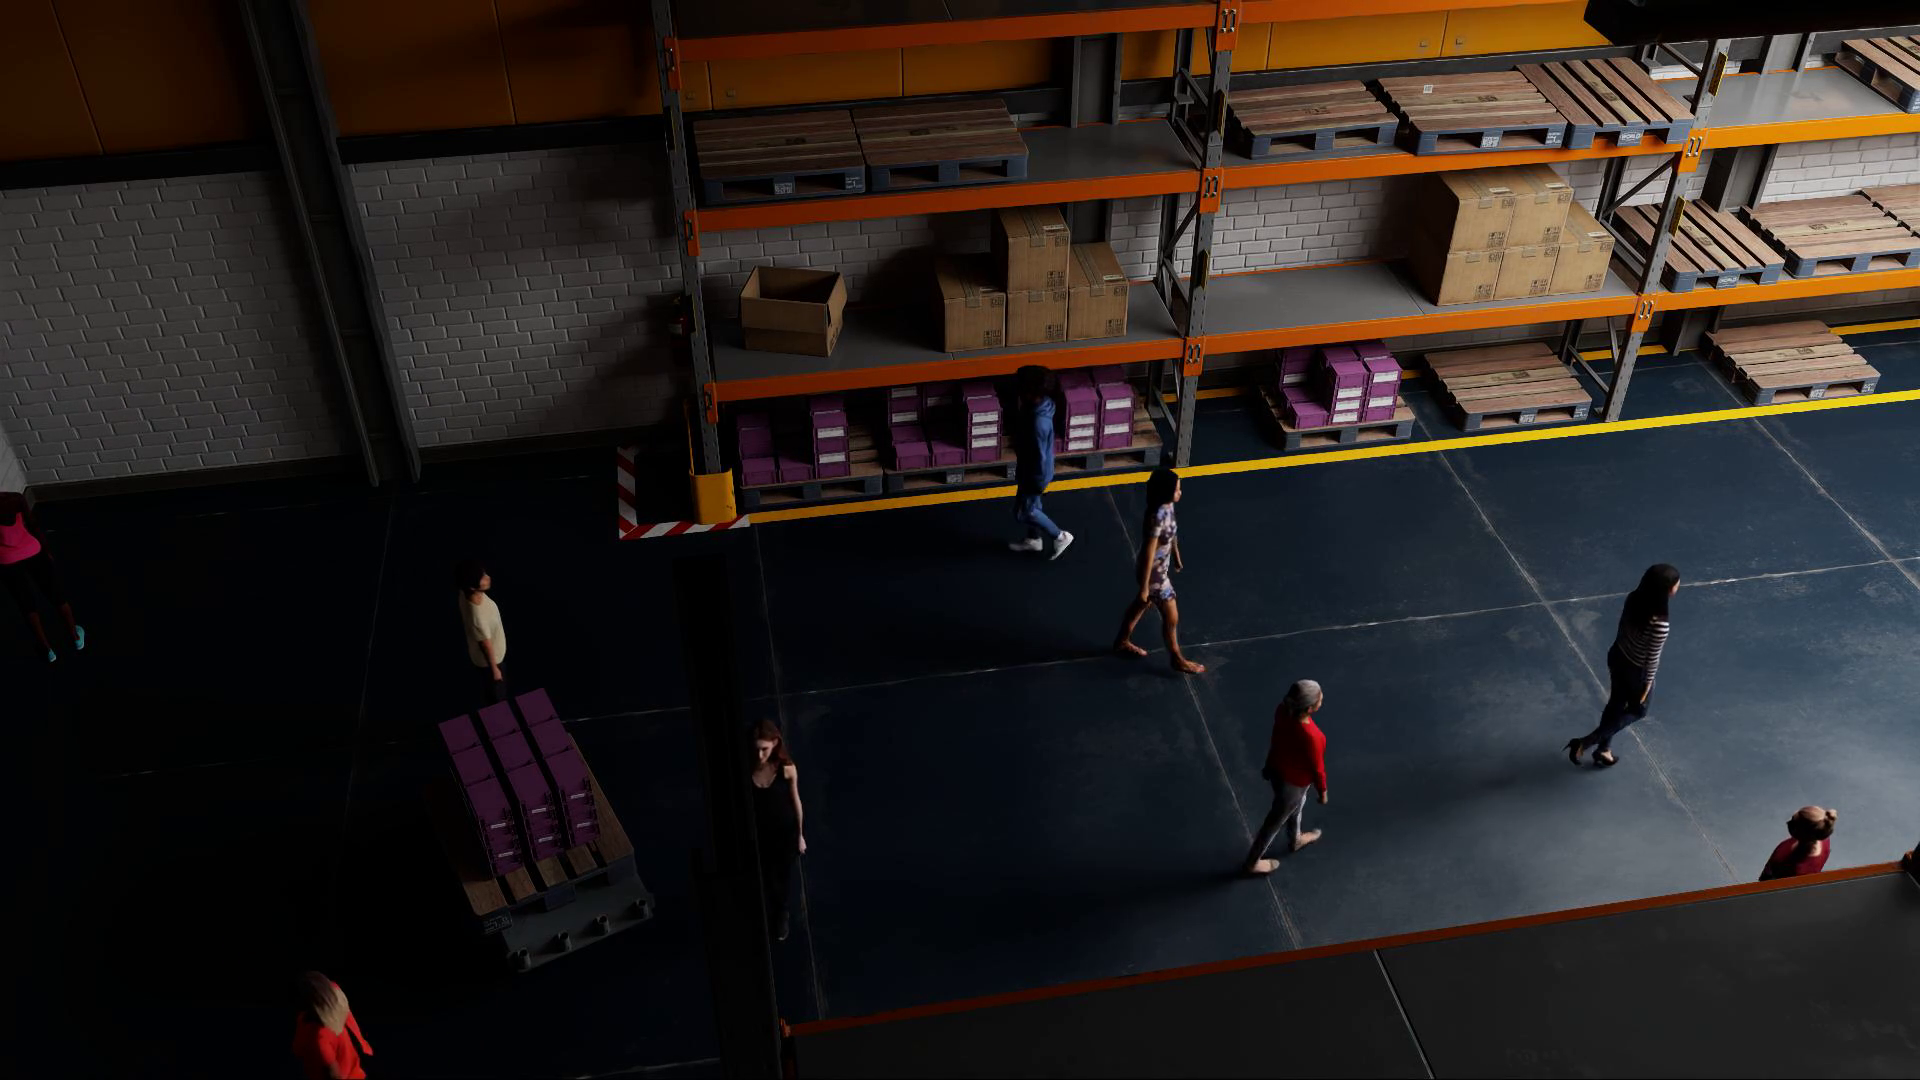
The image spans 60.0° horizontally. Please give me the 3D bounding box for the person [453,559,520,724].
[{"bbox_3d":[-3.231,0.775,11.389,0.540,1.587,0.629,-14,41,-17],"label":"person"}]

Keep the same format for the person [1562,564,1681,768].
[{"bbox_3d":[4.376,0.889,11.088,0.739,1.785,0.610,-9,39,-11],"label":"person"}]

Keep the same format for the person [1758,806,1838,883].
[{"bbox_3d":[4.763,2.138,9.594,0.835,1.697,0.773,24,45,27],"label":"person"}]

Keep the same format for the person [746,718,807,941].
[{"bbox_3d":[-1.142,1.678,10.139,0.717,1.736,0.679,-2,39,-2],"label":"person"}]

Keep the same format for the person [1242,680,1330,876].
[{"bbox_3d":[1.974,1.524,10.378,0.911,1.677,0.688,-14,41,-17],"label":"person"}]

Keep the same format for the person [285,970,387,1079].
[{"bbox_3d":[-3.151,2.799,8.789,1.108,1.668,0.674,-2,39,-3],"label":"person"}]

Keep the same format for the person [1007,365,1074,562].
[{"bbox_3d":[0.659,-0.579,12.917,0.819,1.795,0.756,1,39,2],"label":"person"}]

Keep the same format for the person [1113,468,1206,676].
[{"bbox_3d":[1.320,0.211,11.999,1.059,1.706,0.896,11,40,13],"label":"person"}]

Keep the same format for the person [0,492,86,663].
[{"bbox_3d":[-6.810,0.151,12.060,0.623,1.723,0.717,-26,45,-29],"label":"person"}]
